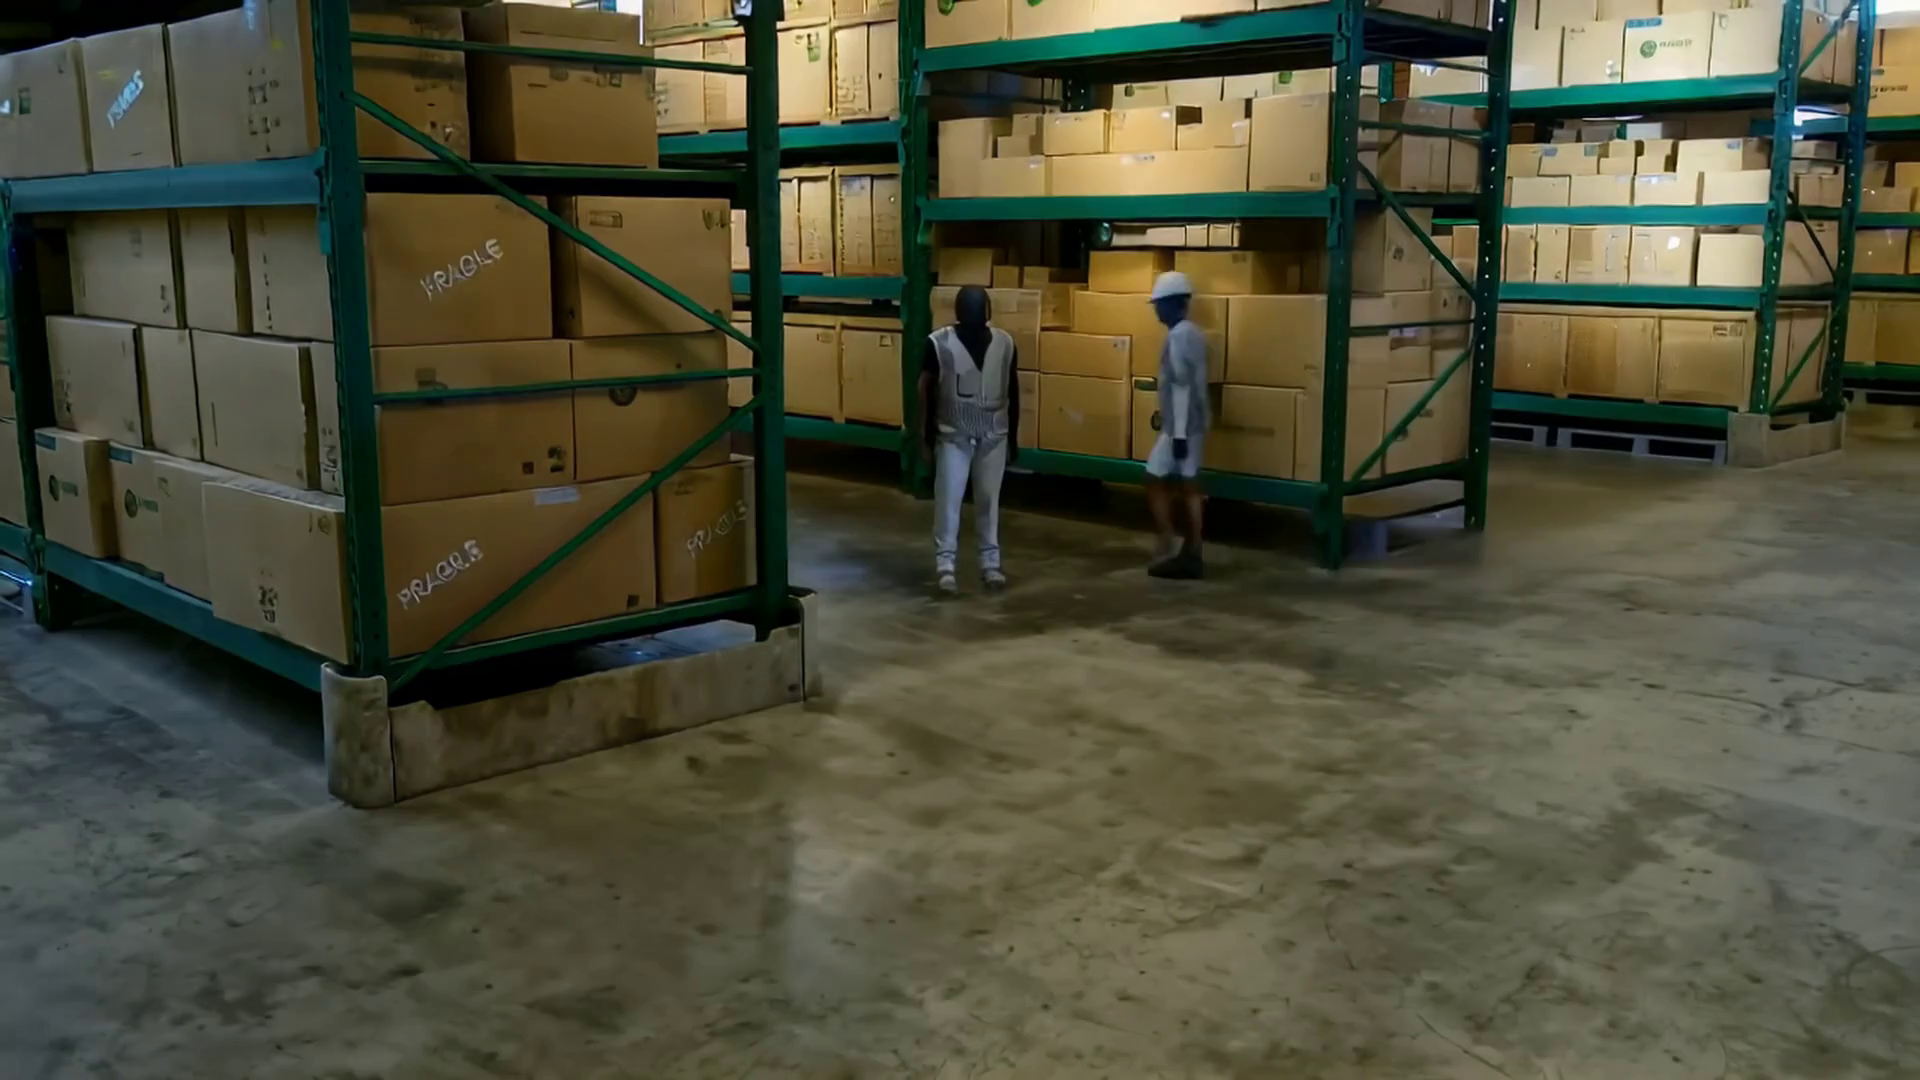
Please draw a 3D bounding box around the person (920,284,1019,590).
[{"bbox_3d":[0.075,-0.619,10.066,0.627,1.844,0.429,-3,11,-17],"label":"person"}]

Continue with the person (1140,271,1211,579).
[{"bbox_3d":[1.346,-0.700,10.315,0.477,1.908,0.571,4,11,20],"label":"person"}]
